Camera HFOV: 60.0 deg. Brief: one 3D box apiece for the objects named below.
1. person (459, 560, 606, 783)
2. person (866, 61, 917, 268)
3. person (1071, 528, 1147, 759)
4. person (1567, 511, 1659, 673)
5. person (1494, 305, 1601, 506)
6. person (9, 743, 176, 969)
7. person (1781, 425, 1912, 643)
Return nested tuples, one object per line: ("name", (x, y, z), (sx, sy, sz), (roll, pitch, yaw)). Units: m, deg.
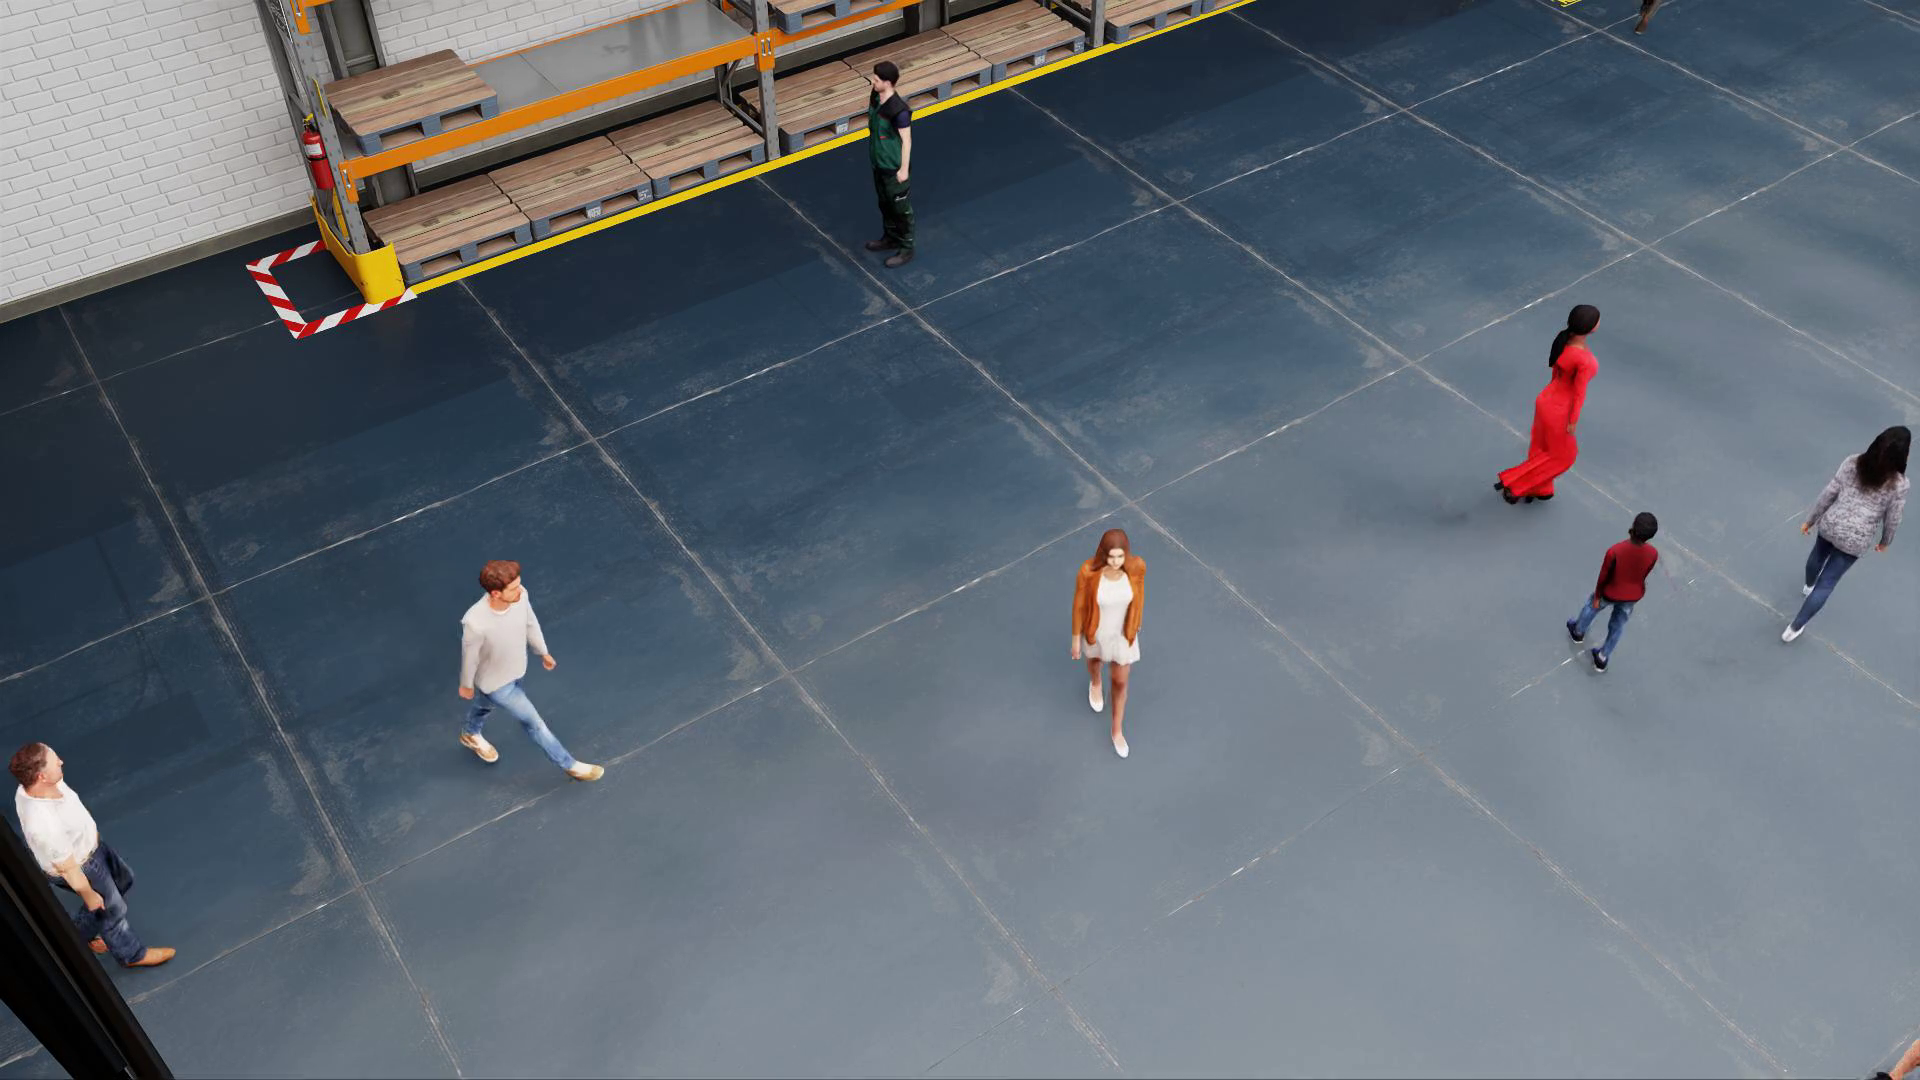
("person", (-2.873, 0.800, 10.083), (1.221, 1.819, 1.286), (17, 46, 17))
("person", (-0.586, -3.242, 14.269), (0.578, 1.899, 0.693), (-22, 48, -22))
("person", (0.915, 0.486, 10.505), (0.991, 1.691, 0.966), (-3, 44, -3))
("person", (4.360, 0.380, 10.945), (0.705, 1.239, 0.758), (5, 44, 5))
("person", (4.212, -0.910, 11.913), (0.887, 1.771, 0.801), (-5, 44, -5))
("person", (-4.899, 1.781, 9.043), (0.871, 1.832, 0.783), (-16, 46, -16))
("person", (5.816, -0.013, 11.020), (1.052, 1.704, 0.763), (-33, 53, -30))
